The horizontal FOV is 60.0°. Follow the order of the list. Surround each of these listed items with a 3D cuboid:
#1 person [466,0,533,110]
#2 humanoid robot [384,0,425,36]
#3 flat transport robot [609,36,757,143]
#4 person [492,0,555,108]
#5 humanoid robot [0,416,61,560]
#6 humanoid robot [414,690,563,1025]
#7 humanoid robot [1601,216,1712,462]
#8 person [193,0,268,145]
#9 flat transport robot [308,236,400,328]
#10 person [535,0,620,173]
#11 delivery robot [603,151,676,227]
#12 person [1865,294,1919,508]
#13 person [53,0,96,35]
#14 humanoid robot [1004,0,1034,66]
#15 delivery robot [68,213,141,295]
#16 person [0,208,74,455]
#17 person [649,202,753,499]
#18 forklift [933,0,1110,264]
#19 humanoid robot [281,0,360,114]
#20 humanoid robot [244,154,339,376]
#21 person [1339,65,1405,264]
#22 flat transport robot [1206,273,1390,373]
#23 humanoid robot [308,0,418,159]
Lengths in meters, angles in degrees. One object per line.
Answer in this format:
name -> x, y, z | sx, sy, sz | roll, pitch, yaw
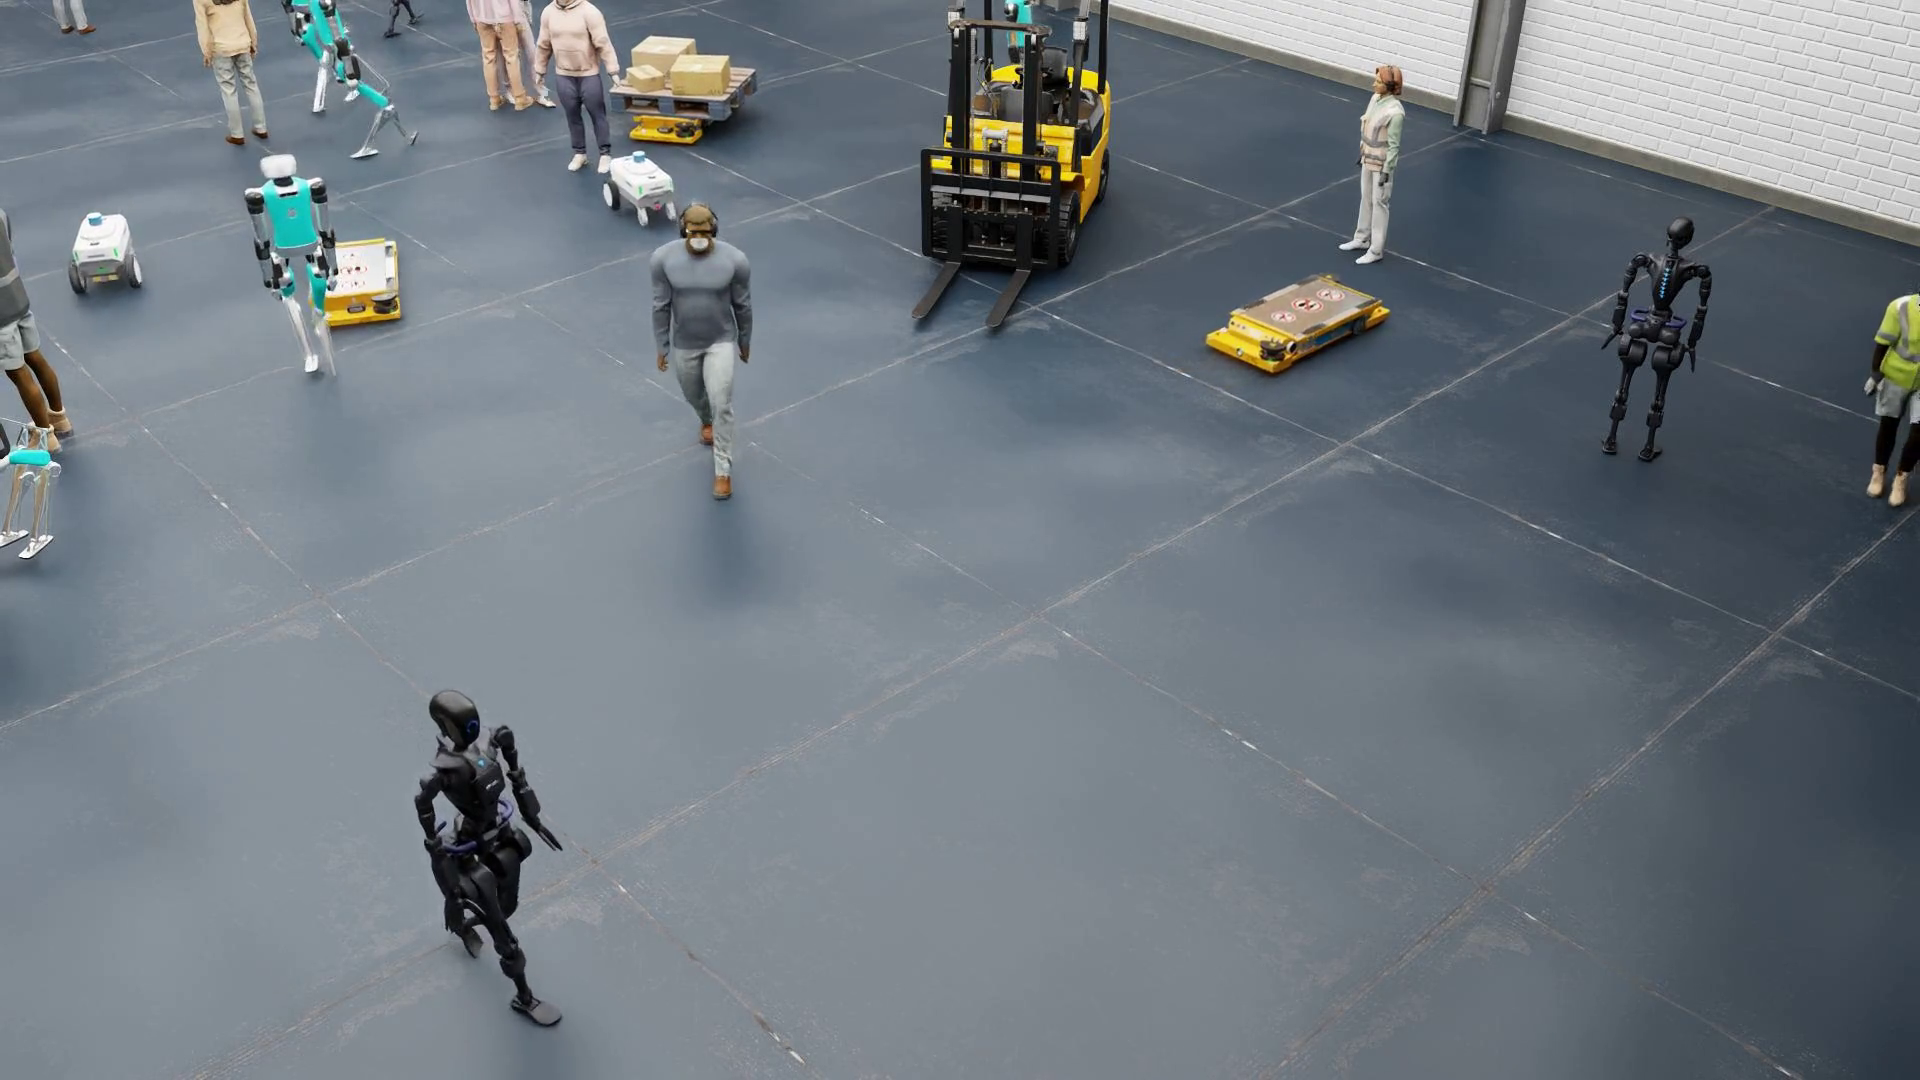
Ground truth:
person -> -4.703, -5.244, 16.844 | 0.536, 1.782, 0.397 | 3, 33, 4
humanoid robot -> -6.551, -6.727, 19.259 | 0.609, 1.621, 0.786 | 17, 37, 24
flat transport robot -> -2.773, -4.348, 16.856 | 0.659, 0.231, 1.431 | 7, 34, 11
person -> -4.511, -5.233, 16.868 | 0.524, 1.734, 0.794 | -22, 39, -30
humanoid robot -> -5.679, -0.698, 9.777 | 0.533, 1.677, 0.735 | 13, 35, 19
humanoid robot -> -2.019, 1.285, 6.954 | 0.738, 1.655, 0.600 | 18, 37, 25
humanoid robot -> 4.541, -1.327, 10.908 | 0.599, 1.657, 0.315 | 17, 37, 25
person -> -7.023, -4.753, 16.021 | 0.416, 1.867, 0.567 | 24, 40, 32
flat transport robot -> -4.878, -2.106, 13.411 | 0.659, 0.231, 1.431 | -9, 34, -14
person -> -3.530, -4.345, 15.397 | 0.821, 1.854, 0.434 | 5, 33, 8
delivery robot -> -2.829, -3.153, 14.758 | 0.499, 0.595, 0.781 | -19, 37, -26
person -> 5.945, -0.980, 10.381 | 0.563, 1.674, 0.481 | 17, 37, 25
person -> -10.371, -6.651, 19.135 | 0.474, 1.641, 0.339 | 2, 33, 2
humanoid robot -> 0.856, -4.318, 15.505 | 1.002, 1.777, 0.532 | 10, 34, 15
delivery robot -> -6.967, -2.349, 13.532 | 0.499, 0.607, 0.801 | -10, 34, -15
person -> -6.282, -1.495, 10.846 | 0.385, 2.045, 0.605 | -1, 33, -2
person -> -1.625, -1.297, 10.669 | 0.629, 1.904, 0.902 | 0, 33, -1
forklift -> 0.570, -3.725, 14.138 | 1.214, 2.155, 2.313 | 9, 34, 13
humanoid robot -> -6.512, -5.279, 16.983 | 0.549, 1.786, 0.936 | 3, 33, 4
humanoid robot -> -4.716, -1.910, 11.846 | 0.534, 1.856, 0.796 | -18, 37, -25
person -> 3.423, -3.082, 13.649 | 0.308, 1.641, 0.514 | -7, 34, -10
flat transport robot -> 2.607, -1.675, 12.748 | 1.431, 0.231, 0.659 | -26, 41, -34
humanoid robot -> -5.588, -4.485, 15.770 | 0.885, 1.827, 0.554 | -21, 38, -28
